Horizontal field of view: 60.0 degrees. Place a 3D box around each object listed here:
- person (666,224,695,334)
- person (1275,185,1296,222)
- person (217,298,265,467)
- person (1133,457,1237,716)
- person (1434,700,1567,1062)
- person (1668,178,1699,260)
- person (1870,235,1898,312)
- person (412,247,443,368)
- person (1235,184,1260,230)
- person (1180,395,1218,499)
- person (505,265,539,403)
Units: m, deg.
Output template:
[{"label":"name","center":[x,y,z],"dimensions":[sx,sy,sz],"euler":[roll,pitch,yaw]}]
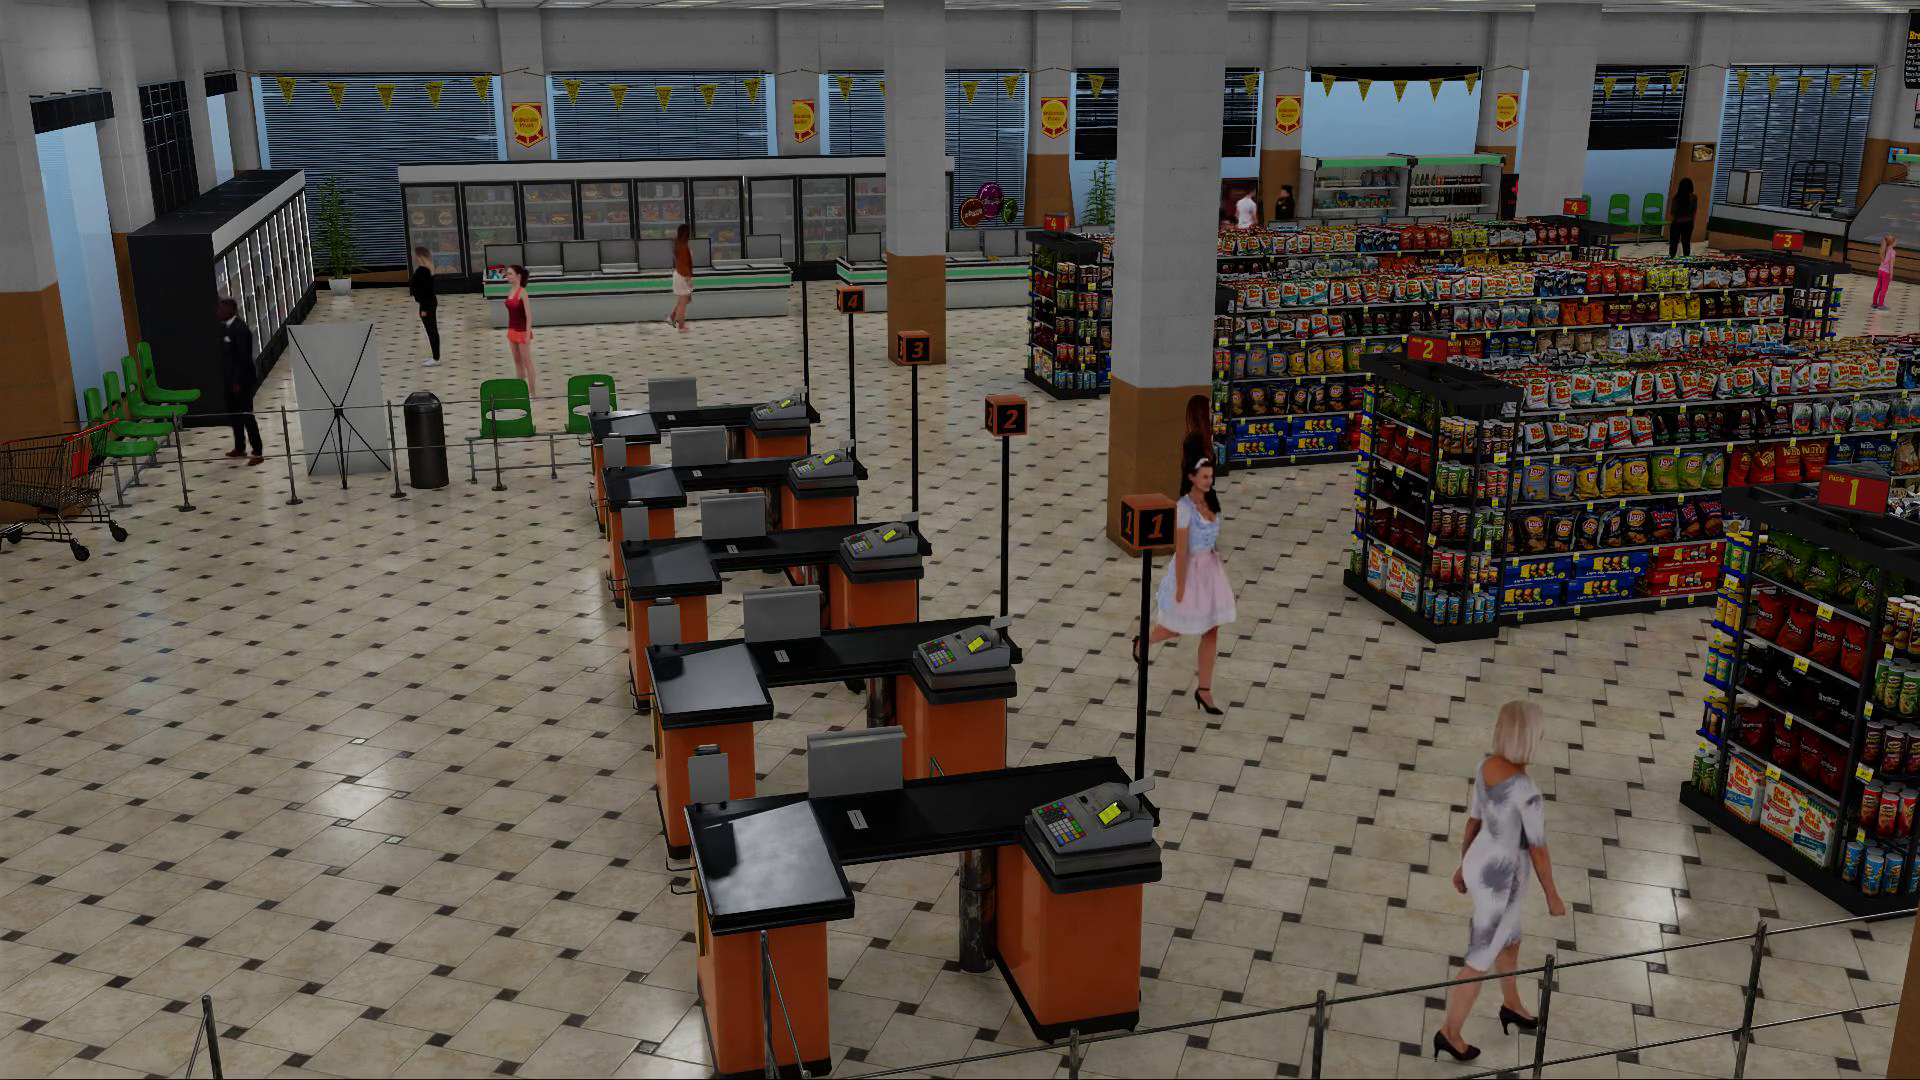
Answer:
[{"label":"person","center":[-4.446,-4.086,26.085],"dimensions":[0.677,1.702,0.618],"euler":[-5,17,-15]},{"label":"person","center":[6.553,-6.262,33.318],"dimensions":[0.787,1.665,0.736],"euler":[-6,18,-19]},{"label":"person","center":[-7.918,-1.747,18.201],"dimensions":[0.815,1.807,0.925],"euler":[-8,19,-24]},{"label":"person","center":[1.546,0.299,11.490],"dimensions":[1.122,1.791,1.023],"euler":[-15,23,-41]},{"label":"person","center":[2.325,1.564,7.445],"dimensions":[0.860,1.723,0.597],"euler":[-3,17,-9]},{"label":"person","center":[14.275,-6.217,32.870],"dimensions":[0.679,1.838,0.797],"euler":[3,17,10]},{"label":"person","center":[15.824,-4.578,28.452],"dimensions":[0.527,1.269,0.512],"euler":[-1,17,-3]},{"label":"person","center":[-7.524,-3.311,23.562],"dimensions":[0.562,1.686,0.625],"euler":[-2,17,-8]},{"label":"person","center":[5.311,-5.758,31.416],"dimensions":[1.220,1.805,0.885],"euler":[-11,20,-32]},{"label":"person","center":[1.931,-0.363,13.808],"dimensions":[0.647,1.713,0.665],"euler":[2,17,7]},{"label":"person","center":[-5.617,-2.645,21.253],"dimensions":[0.692,1.754,0.665],"euler":[-16,23,-41]}]
